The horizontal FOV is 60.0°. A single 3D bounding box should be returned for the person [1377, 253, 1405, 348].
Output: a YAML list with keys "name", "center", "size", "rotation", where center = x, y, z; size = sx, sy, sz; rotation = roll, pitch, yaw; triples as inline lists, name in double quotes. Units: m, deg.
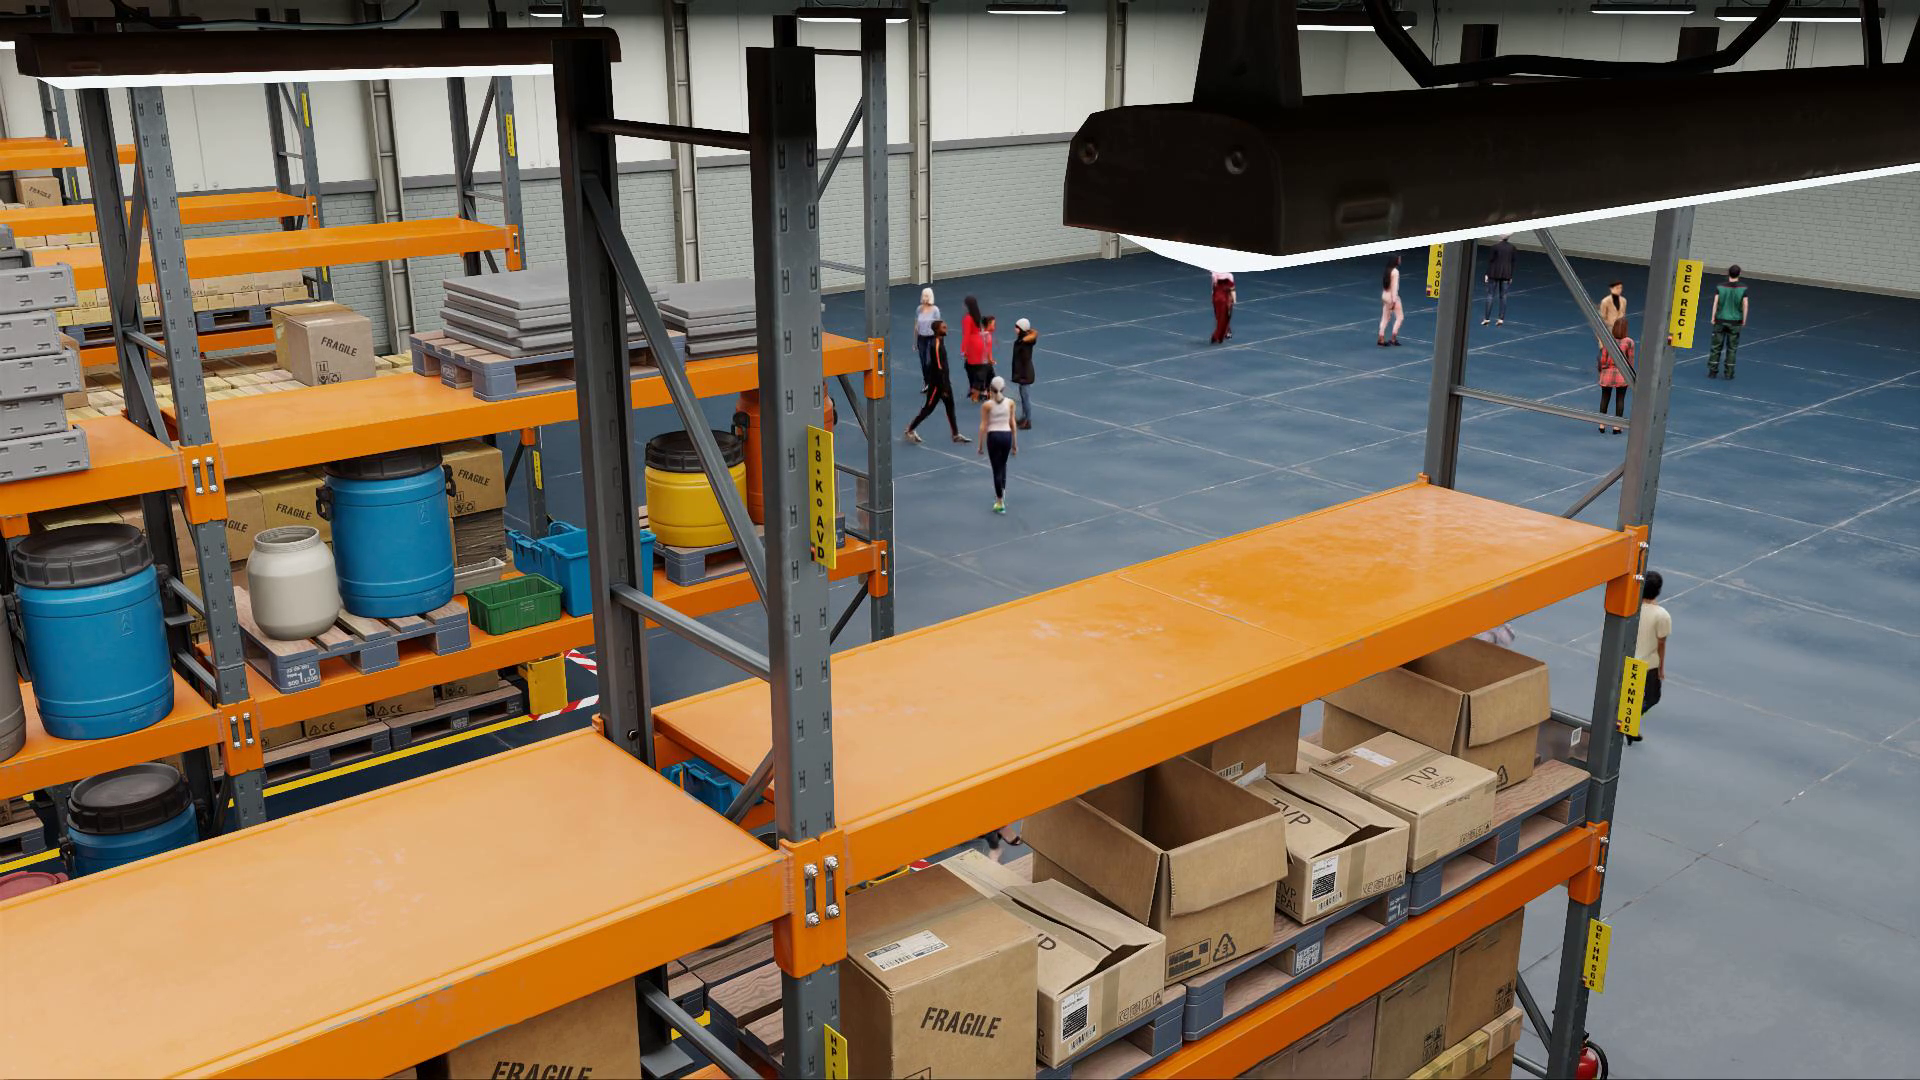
- name: "person"
  center: [7.768, -4.356, 30.293]
  size: [0.797, 1.707, 0.757]
  rotation: [-5, 19, -14]

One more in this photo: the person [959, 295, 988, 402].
- name: "person"
  center: [0.266, -2.987, 26.095]
  size: [0.861, 1.704, 0.774]
  rotation: [9, 20, 26]

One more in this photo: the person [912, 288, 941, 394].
- name: "person"
  center: [-0.484, -3.215, 26.785]
  size: [0.670, 1.709, 0.670]
  rotation: [11, 21, 30]

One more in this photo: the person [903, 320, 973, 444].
- name: "person"
  center: [-0.395, -2.206, 23.593]
  size: [1.214, 1.768, 1.188]
  rotation: [2, 18, 7]

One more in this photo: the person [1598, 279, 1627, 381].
- name: "person"
  center: [10.768, -3.491, 27.628]
  size: [0.750, 1.713, 0.848]
  rotation: [-5, 19, -14]

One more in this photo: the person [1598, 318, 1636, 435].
- name: "person"
  center: [9.581, -2.403, 24.304]
  size: [0.674, 1.703, 0.652]
  rotation: [11, 21, 31]

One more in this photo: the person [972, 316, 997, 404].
- name: "person"
  center: [0.310, -2.876, 26.187]
  size: [0.867, 1.435, 0.782]
  rotation: [-4, 18, -12]

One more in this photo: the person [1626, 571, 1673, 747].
- name: "person"
  center: [5.684, 1.042, 13.935]
  size: [0.831, 1.573, 0.650]
  rotation: [-12, 21, -32]

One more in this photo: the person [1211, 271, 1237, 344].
- name: "person"
  center: [4.803, -4.406, 30.605]
  size: [0.938, 1.610, 0.618]
  rotation: [-15, 23, -38]

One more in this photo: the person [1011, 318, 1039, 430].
- name: "person"
  center: [0.949, -2.470, 24.620]
  size: [0.758, 1.634, 0.729]
  rotation: [-3, 18, -9]

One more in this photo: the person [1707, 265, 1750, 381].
- name: "person"
  center: [12.855, -3.657, 27.836]
  size: [0.752, 1.899, 0.704]
  rotation: [10, 20, 27]

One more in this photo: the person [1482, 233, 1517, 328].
- name: "person"
  center: [9.493, -4.663, 29.367]
  size: [0.819, 1.781, 0.788]
  rotation: [2, 18, 5]

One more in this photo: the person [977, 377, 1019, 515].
- name: "person"
  center: [0.510, -1.151, 20.480]
  size: [0.777, 1.689, 0.829]
  rotation: [-6, 19, -17]
